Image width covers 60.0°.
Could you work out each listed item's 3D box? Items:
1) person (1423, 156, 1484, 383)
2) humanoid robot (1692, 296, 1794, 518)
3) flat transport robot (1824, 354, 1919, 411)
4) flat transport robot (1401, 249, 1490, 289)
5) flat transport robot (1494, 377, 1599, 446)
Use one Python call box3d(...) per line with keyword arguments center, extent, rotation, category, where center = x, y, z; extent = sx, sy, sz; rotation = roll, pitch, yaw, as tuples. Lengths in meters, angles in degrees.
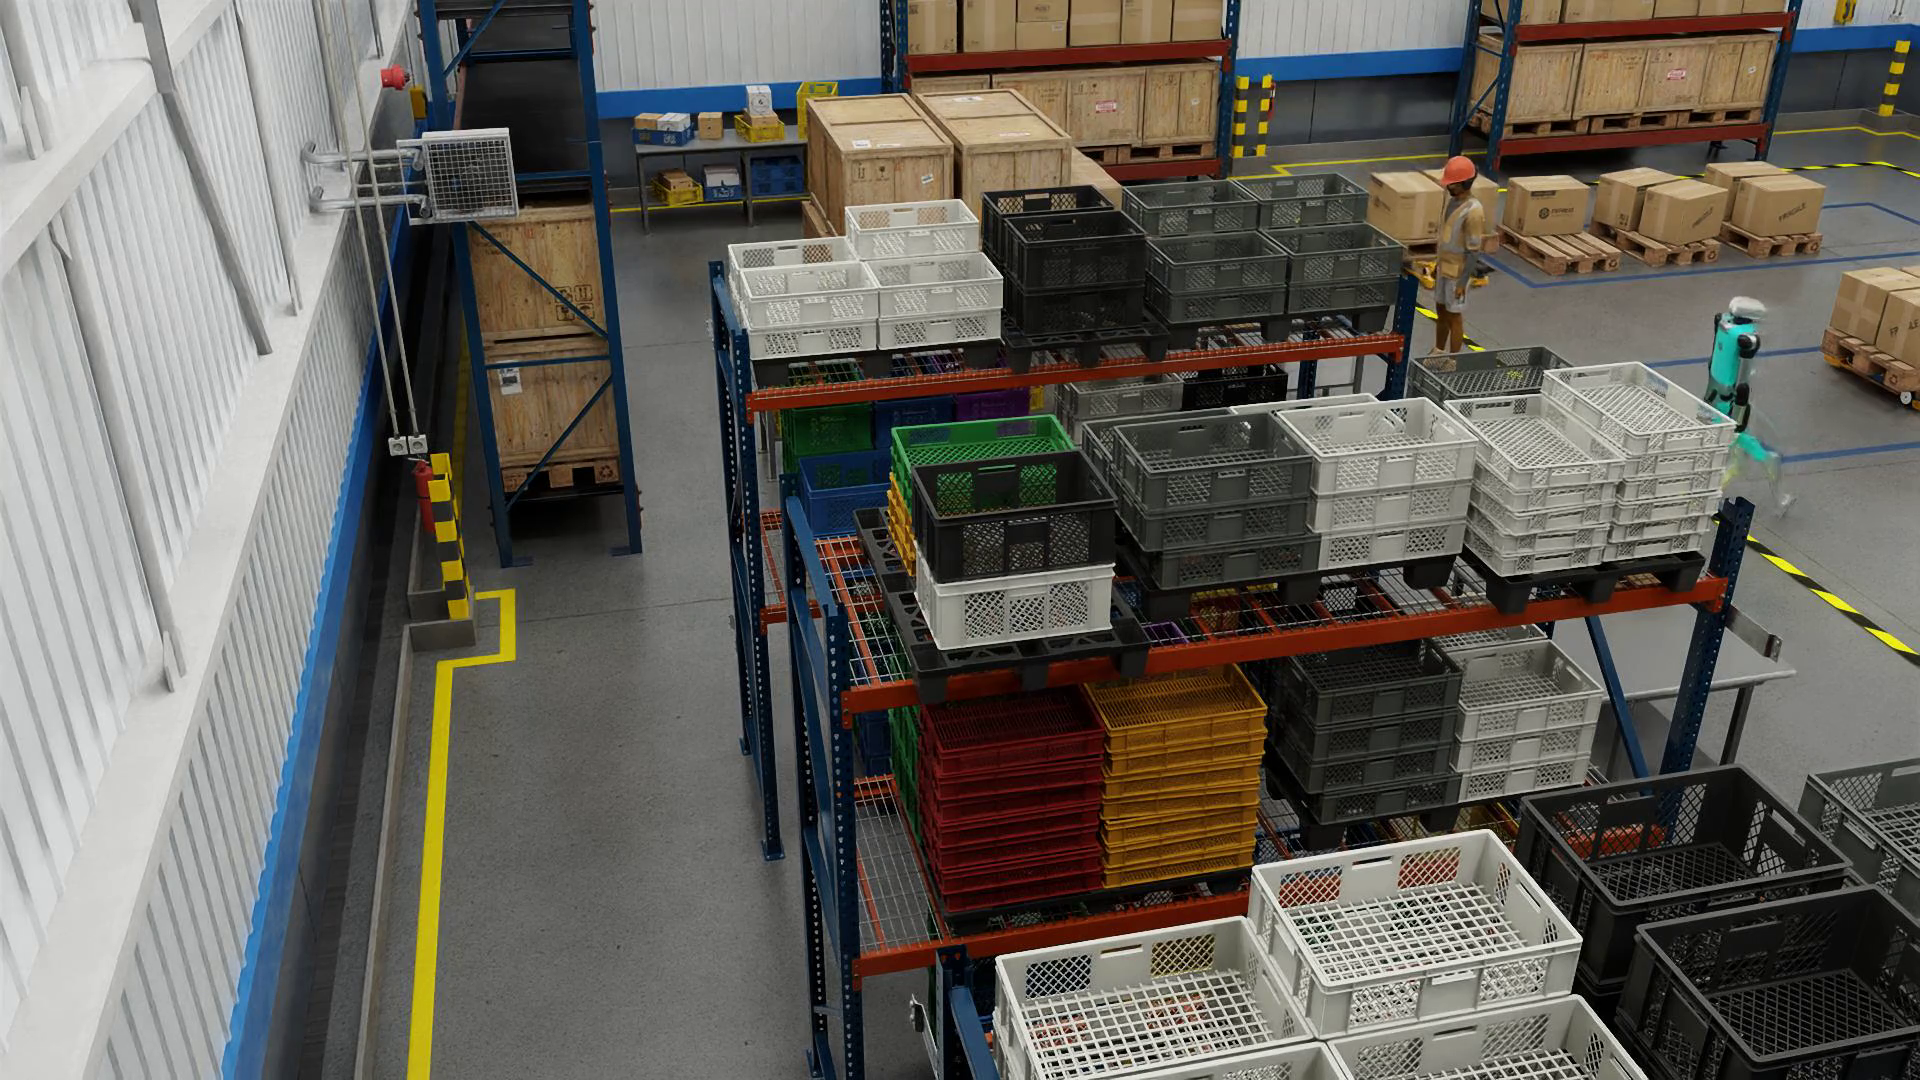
box3d(center=(4.318, -2.379, 14.672), extent=(0.405, 2.031, 0.607), rotation=(-4, 28, -7), category="person")
box3d(center=(5.927, -0.938, 12.296), extent=(0.906, 1.798, 0.559), rotation=(-1, 28, -2), category="humanoid robot")
box3d(center=(8.473, -1.467, 14.800), extent=(0.652, 0.197, 1.431), rotation=(-6, 28, -12), category="flat transport robot")
box3d(center=(5.002, -3.017, 17.741), extent=(0.652, 0.197, 1.431), rotation=(-6, 28, -12), category="flat transport robot")
box3d(center=(4.780, -1.036, 14.013), extent=(0.659, 0.231, 1.431), rotation=(-6, 28, -12), category="flat transport robot")
